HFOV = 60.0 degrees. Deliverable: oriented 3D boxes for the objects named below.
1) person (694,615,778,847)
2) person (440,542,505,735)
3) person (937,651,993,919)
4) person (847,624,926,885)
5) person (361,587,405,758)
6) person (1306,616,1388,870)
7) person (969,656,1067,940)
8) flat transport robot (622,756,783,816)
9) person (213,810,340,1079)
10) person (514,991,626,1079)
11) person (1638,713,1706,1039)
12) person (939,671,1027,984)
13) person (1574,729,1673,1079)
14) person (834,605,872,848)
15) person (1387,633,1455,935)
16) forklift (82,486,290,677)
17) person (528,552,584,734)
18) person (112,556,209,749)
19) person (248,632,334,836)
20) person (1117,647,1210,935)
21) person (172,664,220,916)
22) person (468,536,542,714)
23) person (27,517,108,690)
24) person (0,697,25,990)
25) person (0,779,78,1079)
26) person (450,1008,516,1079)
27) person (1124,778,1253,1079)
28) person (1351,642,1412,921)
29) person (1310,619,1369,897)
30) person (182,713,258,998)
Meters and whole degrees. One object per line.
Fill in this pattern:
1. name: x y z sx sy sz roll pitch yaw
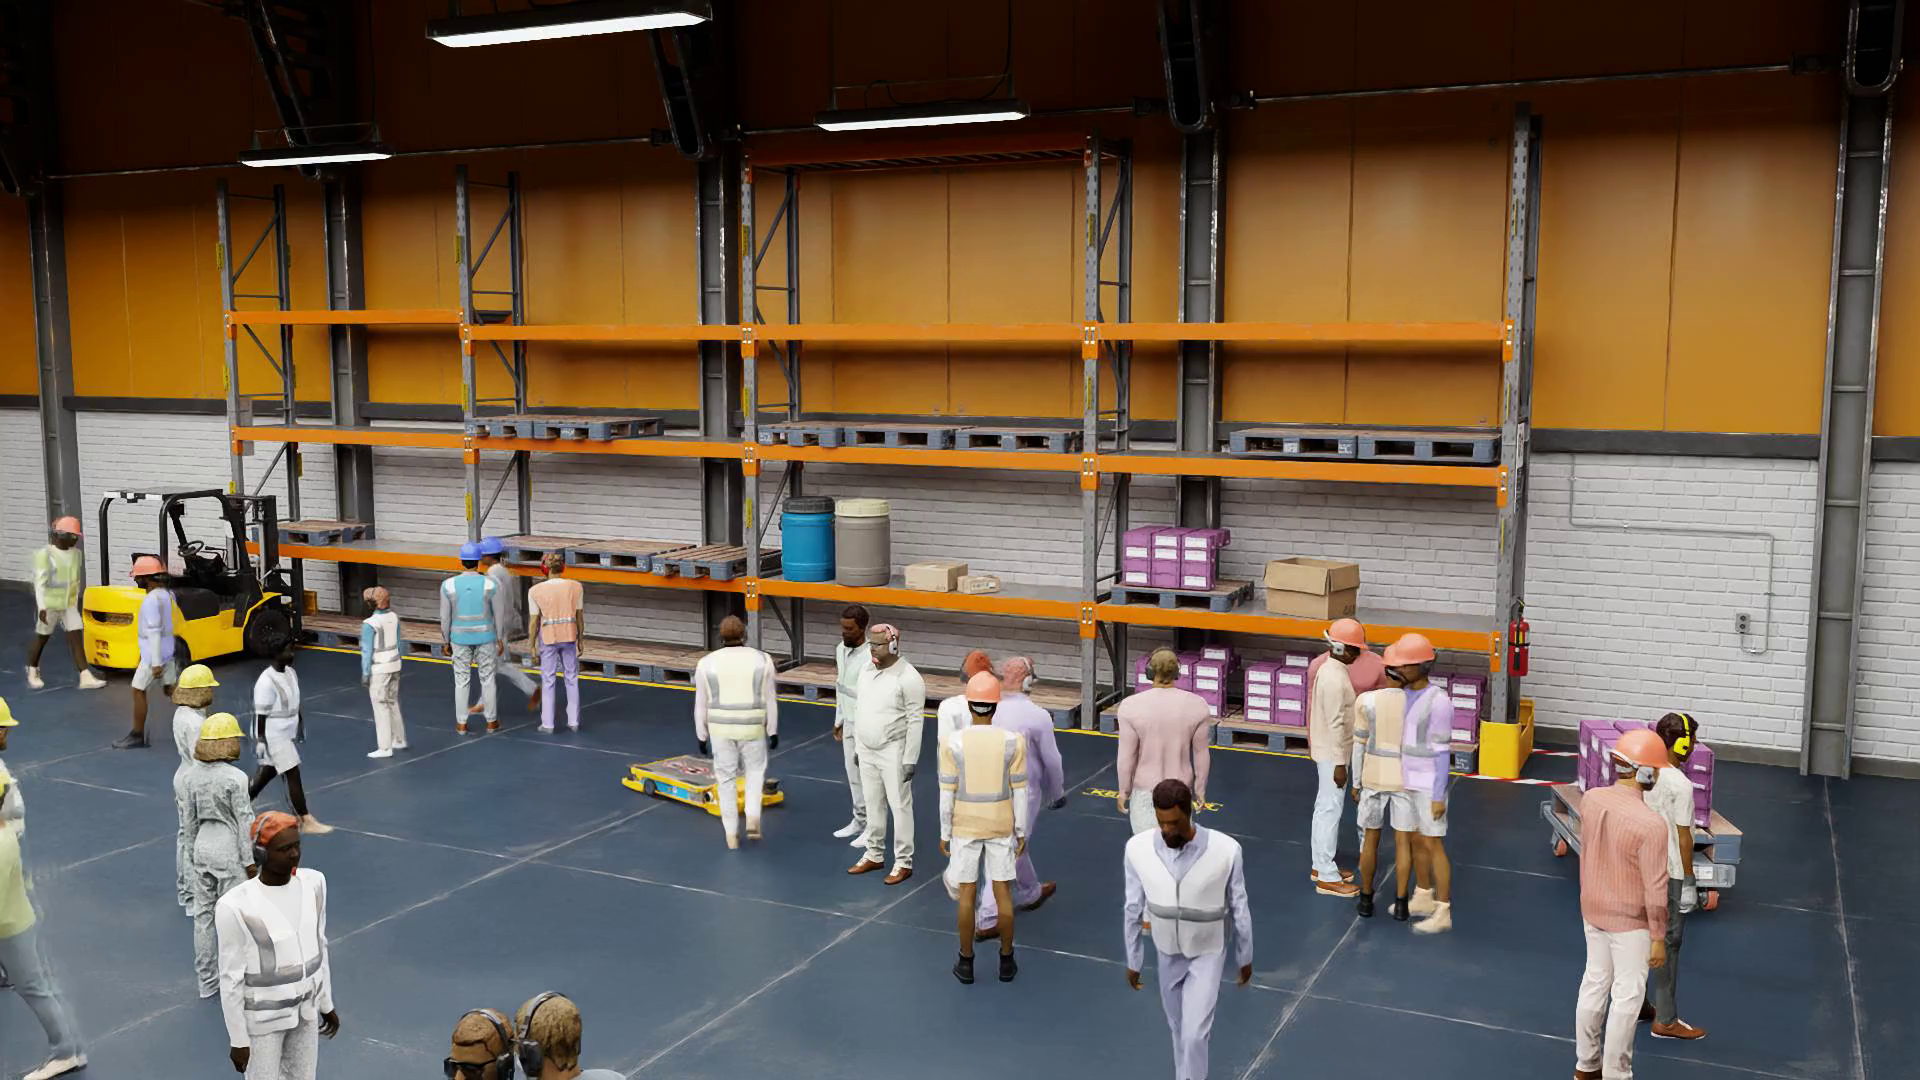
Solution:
1. person: -1.755 1.499 13.036 0.655 1.827 0.444 -1 7 -8
2. person: -4.902 0.990 16.756 0.614 1.946 0.389 -2 7 -13
3. person: 0.115 1.681 11.507 0.589 1.834 0.965 -1 7 -11
4. person: -0.560 1.559 12.229 0.639 1.908 0.409 6 9 42
5. person: -5.515 1.256 15.862 0.330 1.629 0.521 2 7 13
6. person: 2.922 1.517 12.515 0.634 1.930 0.387 2 7 17
7. person: 0.401 1.706 11.235 0.633 1.848 0.970 7 10 44
8. flat transport robot: -2.244 2.103 14.427 1.431 0.197 0.652 6 9 43
9. person: -3.045 2.145 7.477 0.356 1.884 0.574 3 8 26
10. person: -1.268 2.388 5.312 0.382 1.928 0.635 3 8 24
11. person: 4.053 1.907 9.534 0.329 1.865 0.512 -2 7 -13
12. person: 0.138 1.774 10.320 0.552 1.935 0.374 -1 7 -5
13. person: 3.463 1.957 8.653 0.410 1.981 0.624 -2 7 -16
14. person: -0.771 1.450 13.130 0.397 1.912 0.593 -5 8 -34
15. person: 3.083 1.625 11.230 0.473 2.027 0.618 -2 7 -16
16. forklift: -9.426 0.454 20.179 1.214 2.155 2.313 3 8 26
17. person: -4.061 1.046 16.769 0.560 1.836 0.394 -4 8 -30
18. person: -7.748 1.088 16.174 0.934 1.902 0.556 -1 7 -10
19. person: -5.504 1.548 13.335 0.874 1.656 0.538 0 7 0
20. person: 1.355 1.675 11.138 0.636 1.937 0.358 -1 7 -7
21. person: -5.293 1.724 11.577 0.324 1.737 0.486 -5 8 -34
22. person: -4.805 0.913 17.520 0.823 1.928 0.624 -1 7 -7
23. person: -10.245 0.726 18.878 1.061 1.972 0.704 3 8 24
24. person: -5.940 1.853 10.180 0.403 1.818 0.601 -4 8 -31
25. person: -5.157 2.066 8.769 0.874 1.722 0.558 -5 8 -34
26. person: -1.534 2.413 5.420 0.506 1.847 0.343 1 7 12
27. person: 1.096 2.072 8.191 0.615 1.868 0.739 3 7 22
28. person: 2.973 1.651 11.421 0.550 1.923 0.389 2 7 14
29. person: 2.722 1.549 11.991 0.393 1.985 0.611 1 7 7
30. person: -4.443 1.905 10.048 0.486 1.740 0.313 3 7 21
